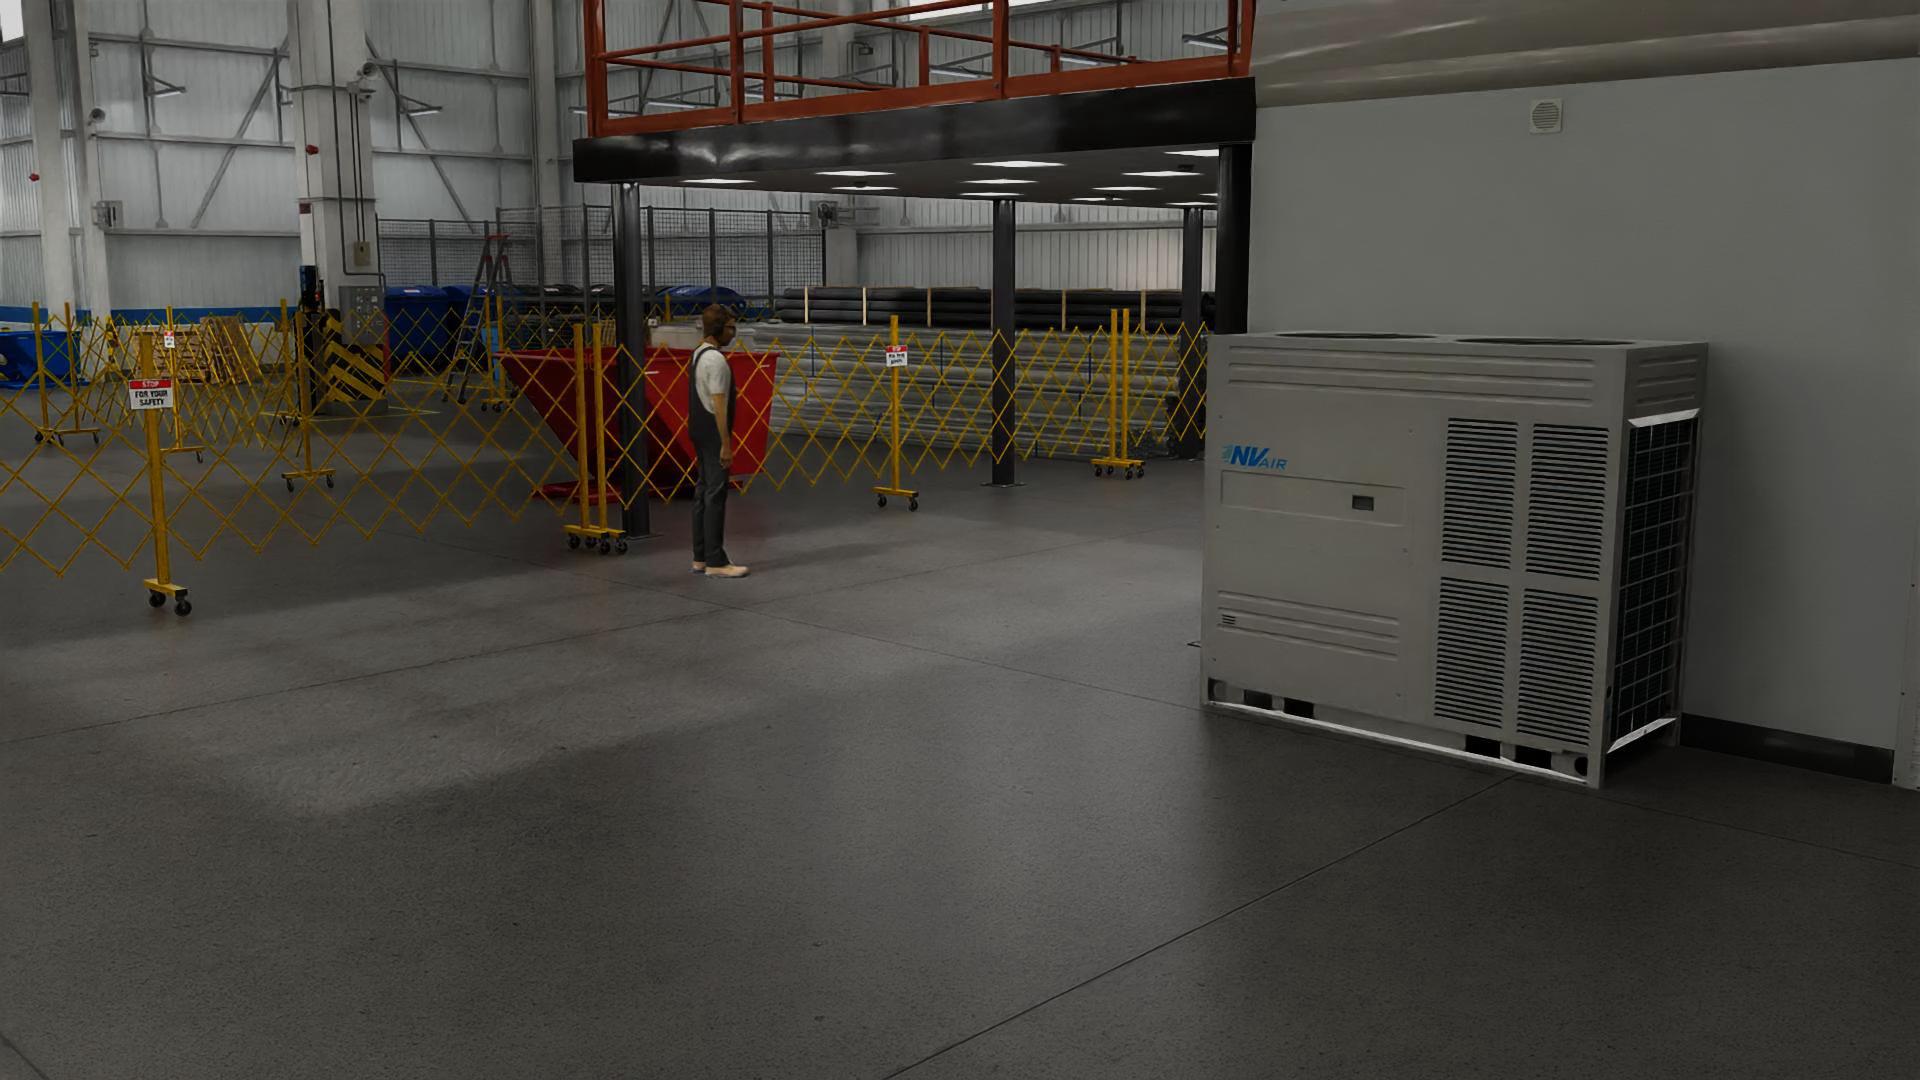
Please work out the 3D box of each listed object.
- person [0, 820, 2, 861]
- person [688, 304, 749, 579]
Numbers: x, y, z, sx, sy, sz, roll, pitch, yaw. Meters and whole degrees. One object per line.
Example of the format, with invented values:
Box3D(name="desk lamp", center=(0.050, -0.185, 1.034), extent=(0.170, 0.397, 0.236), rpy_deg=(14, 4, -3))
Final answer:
Box3D(name="person", center=(-1.570, 0.727, 2.429), extent=(0.370, 1.916, 0.597), rpy_deg=(-7, 12, -38))
Box3D(name="person", center=(-1.648, -0.662, 11.183), extent=(0.340, 1.839, 0.507), rpy_deg=(-4, 10, -25))
